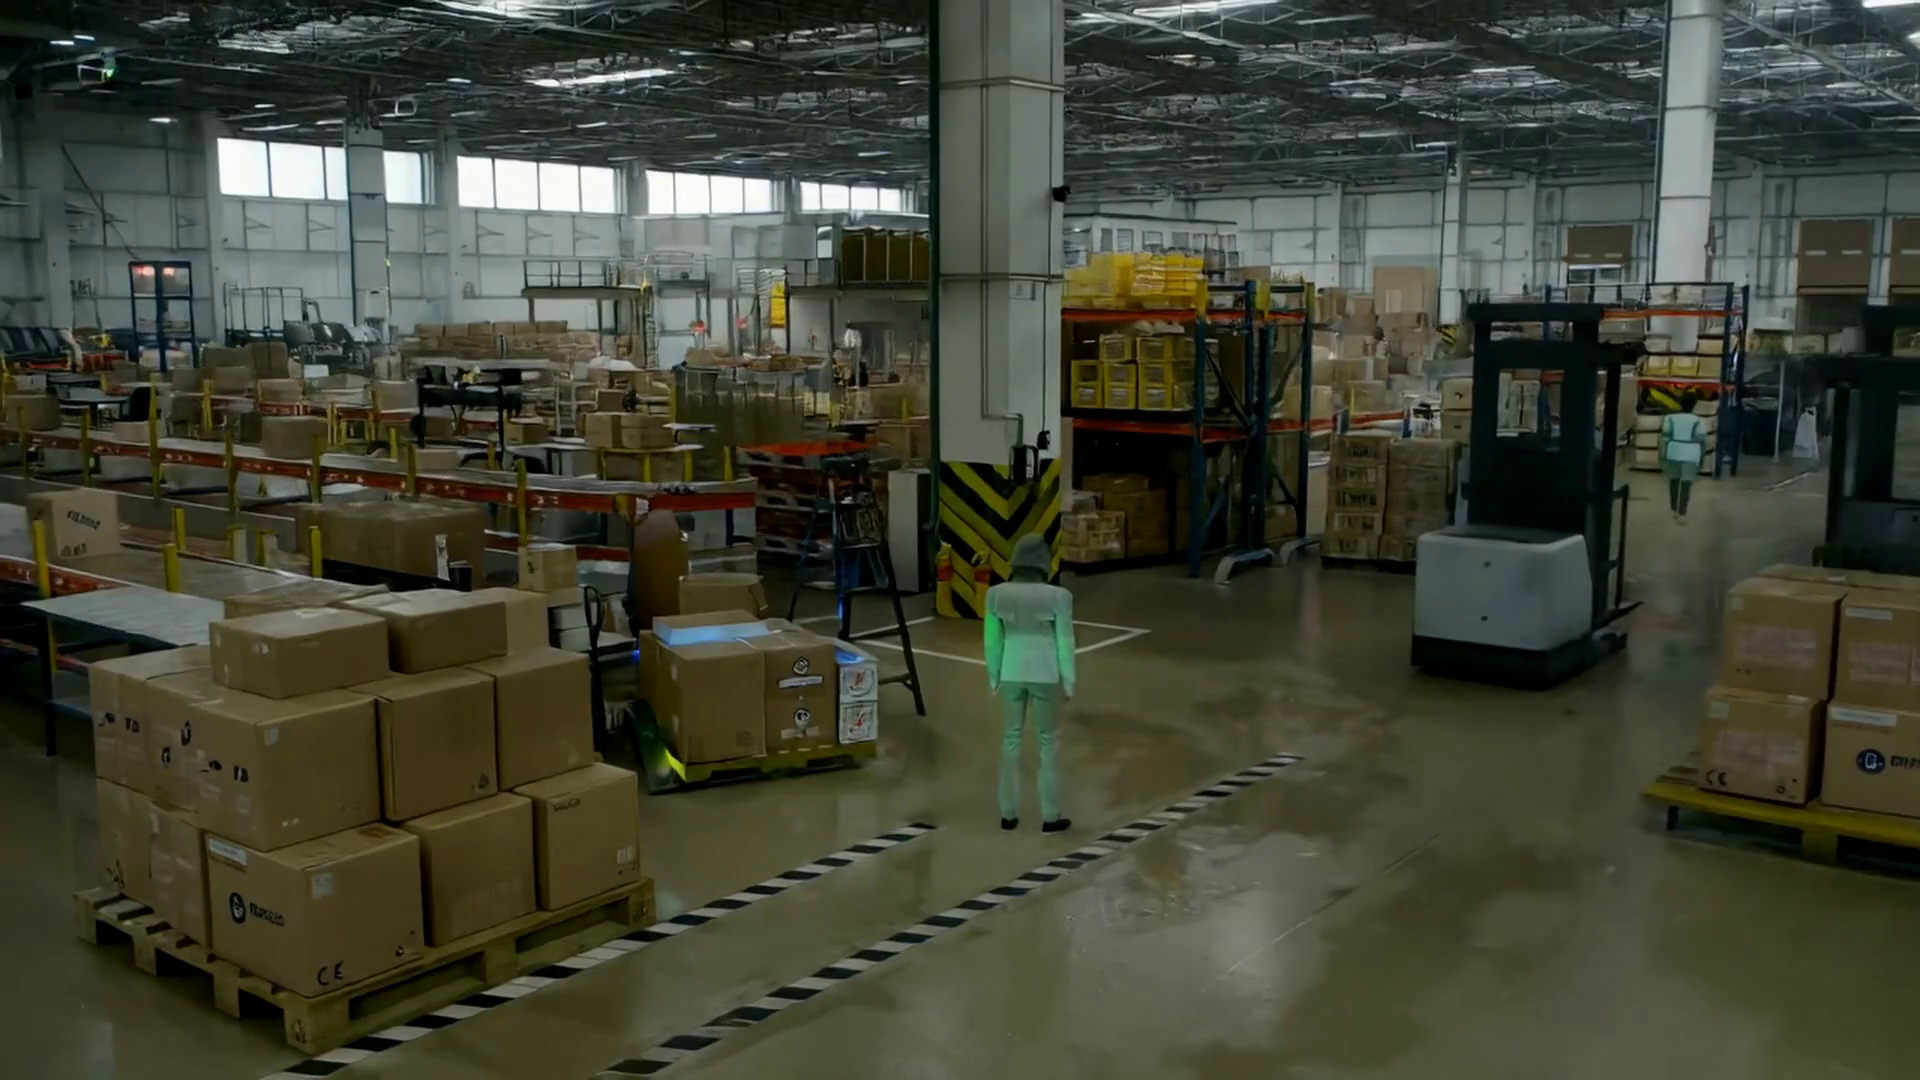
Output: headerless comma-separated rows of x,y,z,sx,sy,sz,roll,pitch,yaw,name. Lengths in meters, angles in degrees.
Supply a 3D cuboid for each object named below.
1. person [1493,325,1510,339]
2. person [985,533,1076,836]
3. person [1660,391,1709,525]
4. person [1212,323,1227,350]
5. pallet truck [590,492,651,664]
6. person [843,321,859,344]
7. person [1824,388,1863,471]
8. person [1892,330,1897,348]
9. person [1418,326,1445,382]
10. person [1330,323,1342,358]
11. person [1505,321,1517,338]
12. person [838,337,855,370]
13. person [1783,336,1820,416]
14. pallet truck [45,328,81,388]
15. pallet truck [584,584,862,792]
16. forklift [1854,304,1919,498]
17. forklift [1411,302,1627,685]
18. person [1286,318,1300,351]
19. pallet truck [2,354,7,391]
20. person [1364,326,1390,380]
18.663,-6.501,57.348,0.470,1.804,0.651,-6,10,-36,person
0.378,0.770,8.895,0.497,1.633,0.287,3,9,18,person
9.136,-1.035,20.931,0.547,1.667,0.742,6,11,37,person
9.677,-7.238,62.340,0.644,1.795,0.918,-2,9,-12,person
-3.115,0.344,12.883,0.653,1.274,1.630,7,11,37,pallet truck
-4.147,-7.271,62.319,0.603,1.859,0.782,-7,11,-40,person
14.475,-2.037,27.170,0.621,1.819,0.426,7,11,39,person
33.210,-6.866,59.432,0.408,1.917,0.586,0,8,1,person
15.460,-6.046,54.233,0.958,1.814,0.526,-3,9,-18,person
11.422,-5.534,50.129,0.894,2.020,0.616,0,8,3,person
26.158,-9.739,78.881,0.570,1.882,0.976,-3,9,-18,person
-2.938,-4.397,43.277,0.523,1.769,0.324,3,9,22,person
19.671,-3.797,38.726,0.735,1.919,0.557,3,9,21,person
-23.775,-4.544,43.495,1.885,1.965,0.823,6,10,35,pallet truck
-1.426,0.805,10.019,1.601,1.201,0.680,-4,9,-26,pallet truck
6.054,-0.064,10.331,1.129,2.768,1.873,6,11,37,forklift
4.379,-0.438,12.852,1.129,2.768,1.873,7,11,37,forklift
16.068,-9.973,80.314,1.043,1.942,0.615,0,8,-2,person
-24.881,-4.417,42.634,1.885,1.965,0.823,8,11,41,pallet truck
10.901,-4.547,43.366,0.689,2.000,0.539,6,10,35,person
